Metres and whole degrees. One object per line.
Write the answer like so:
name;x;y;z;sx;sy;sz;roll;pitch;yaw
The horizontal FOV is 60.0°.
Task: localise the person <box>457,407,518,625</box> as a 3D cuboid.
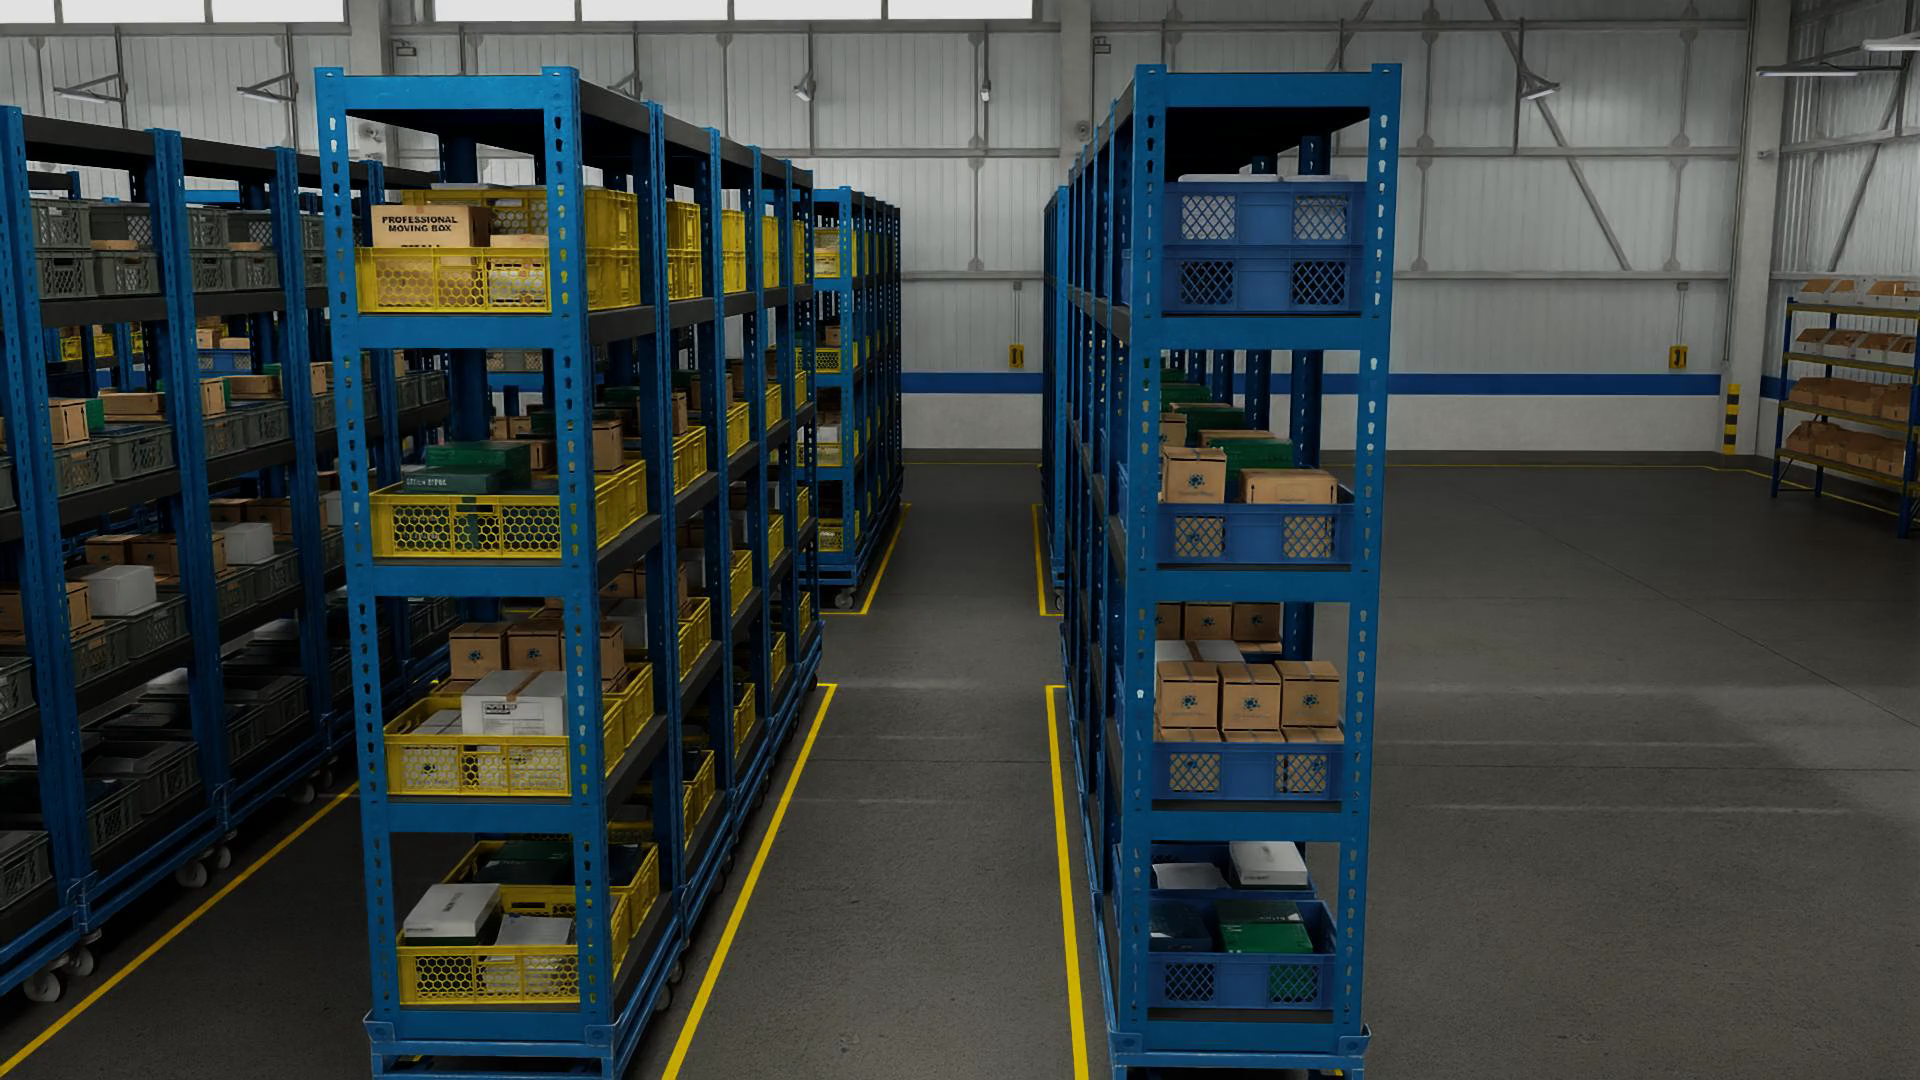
person;-3.902;-0.179;13.516;0.484;1.830;0.599;2;10;10
